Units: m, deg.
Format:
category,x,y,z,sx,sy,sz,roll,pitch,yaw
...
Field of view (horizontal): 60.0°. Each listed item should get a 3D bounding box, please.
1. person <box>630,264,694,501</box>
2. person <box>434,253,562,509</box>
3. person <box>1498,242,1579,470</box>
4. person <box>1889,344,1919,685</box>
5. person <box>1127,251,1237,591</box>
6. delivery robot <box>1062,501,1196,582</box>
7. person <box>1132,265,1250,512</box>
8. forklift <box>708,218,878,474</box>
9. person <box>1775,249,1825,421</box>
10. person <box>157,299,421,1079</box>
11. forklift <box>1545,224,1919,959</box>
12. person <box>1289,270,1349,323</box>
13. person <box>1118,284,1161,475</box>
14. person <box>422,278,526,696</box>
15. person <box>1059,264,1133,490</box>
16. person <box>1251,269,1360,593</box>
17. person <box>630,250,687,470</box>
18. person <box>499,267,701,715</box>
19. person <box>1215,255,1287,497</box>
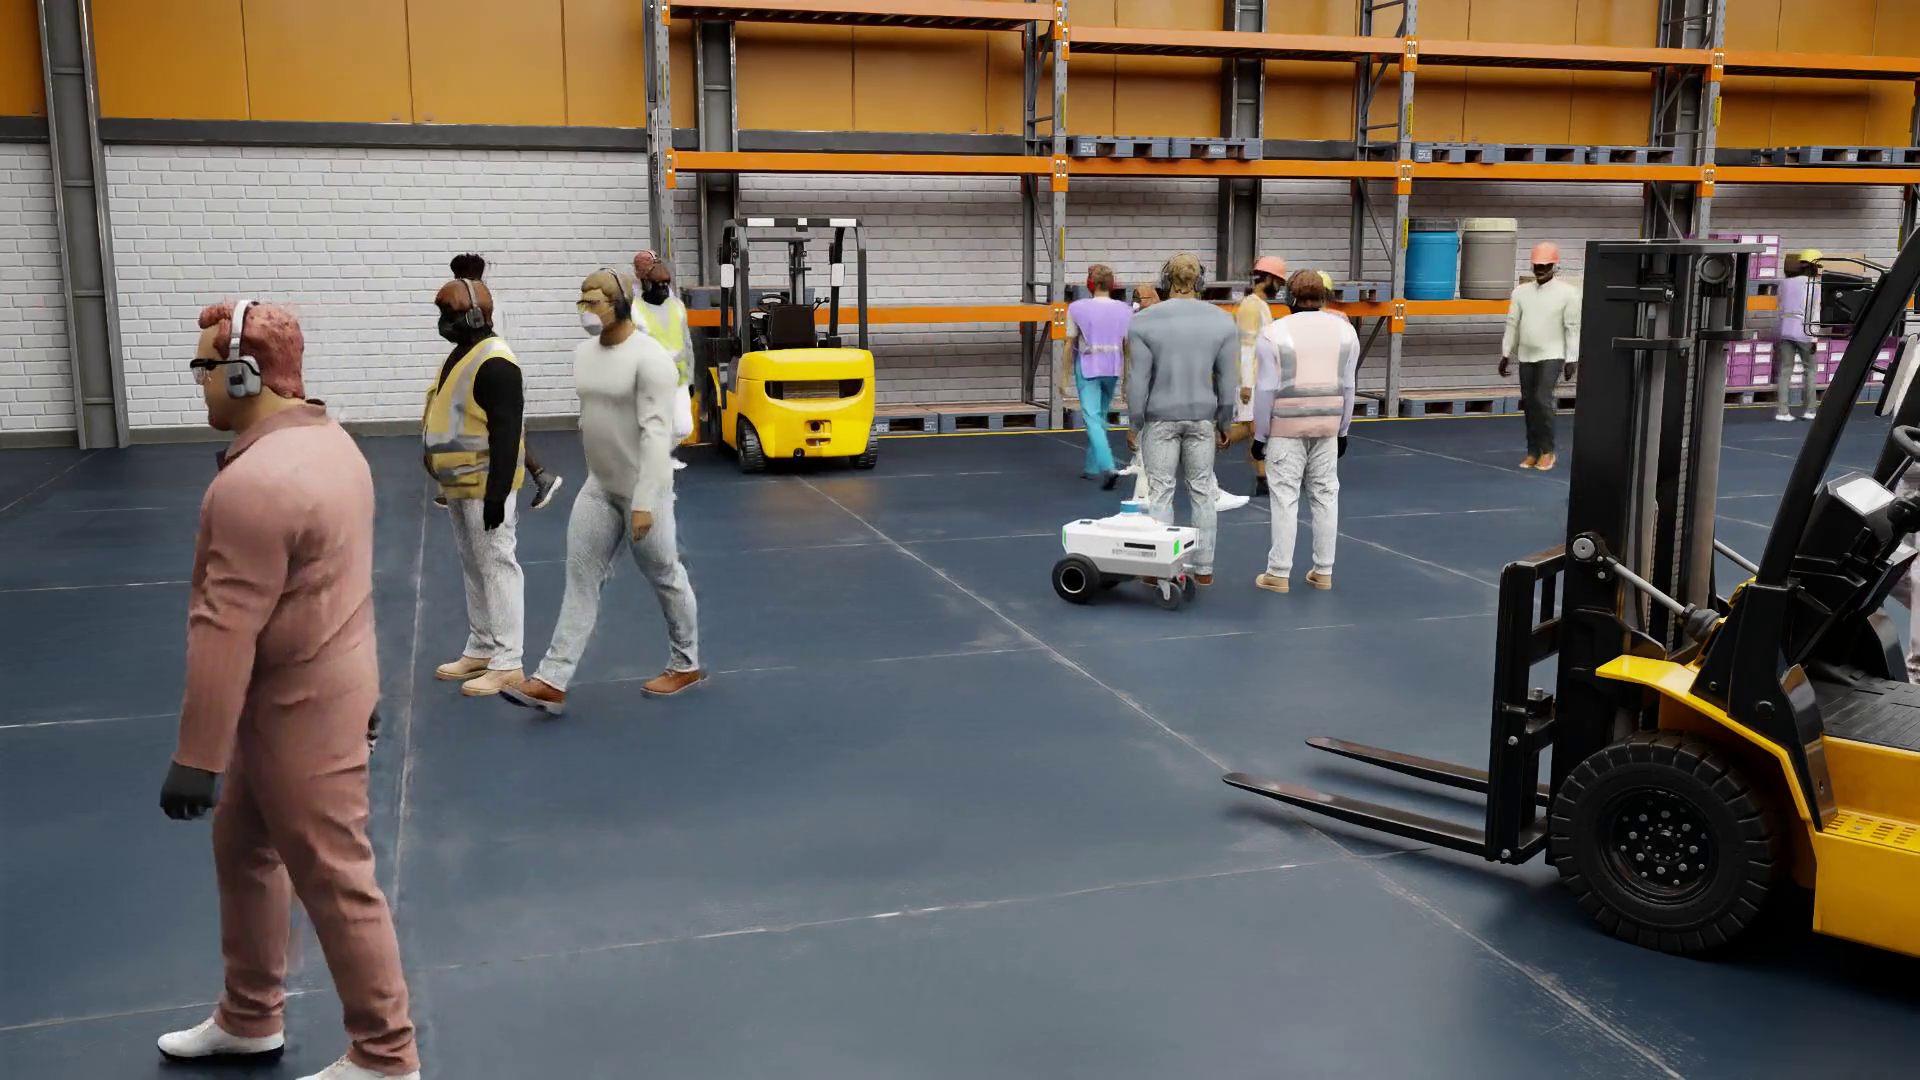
category,x,y,z,sx,sy,sz,roll,pitch,yaw
person,-2.378,-1.217,12.872,0.649,1.820,0.593,-10,14,-42
person,-3.455,-1.168,12.337,0.949,1.915,0.674,1,10,7
person,5.011,-1.585,14.455,0.528,1.975,0.616,-9,13,-39
person,4.217,-0.203,7.089,0.516,1.890,0.666,0,10,1
person,1.257,-0.666,9.504,0.635,1.938,0.354,-1,10,-5
delivery robot,0.942,0.026,9.250,0.707,0.478,0.477,5,11,25
person,1.708,-1.113,12.252,0.926,1.825,0.542,1,10,5
forklift,-1.522,-1.778,14.899,1.214,2.155,2.313,-3,11,-17
person,9.292,-2.247,18.331,0.778,1.889,0.593,-6,12,-31
person,-1.649,0.404,3.811,0.791,1.882,0.648,-2,10,-9
forklift,2.909,0.117,4.508,2.313,2.155,1.214,9,14,40
person,2.913,-1.322,13.627,0.533,1.755,0.388,2,10,10
person,1.548,-1.330,13.986,0.274,1.630,0.507,-7,12,-33
person,-2.159,-0.236,7.414,0.429,1.843,0.621,-7,12,-33
person,1.135,-1.328,13.491,0.572,1.818,0.904,-4,11,-22
person,1.941,-0.616,9.496,0.624,1.844,0.429,-3,11,-15
person,-2.686,-1.552,14.453,0.640,1.908,0.409,4,11,19
person,-1.488,-0.191,7.031,0.658,1.885,1.000,8,13,39
person,2.212,-1.263,12.950,0.788,1.888,0.582,4,11,21
